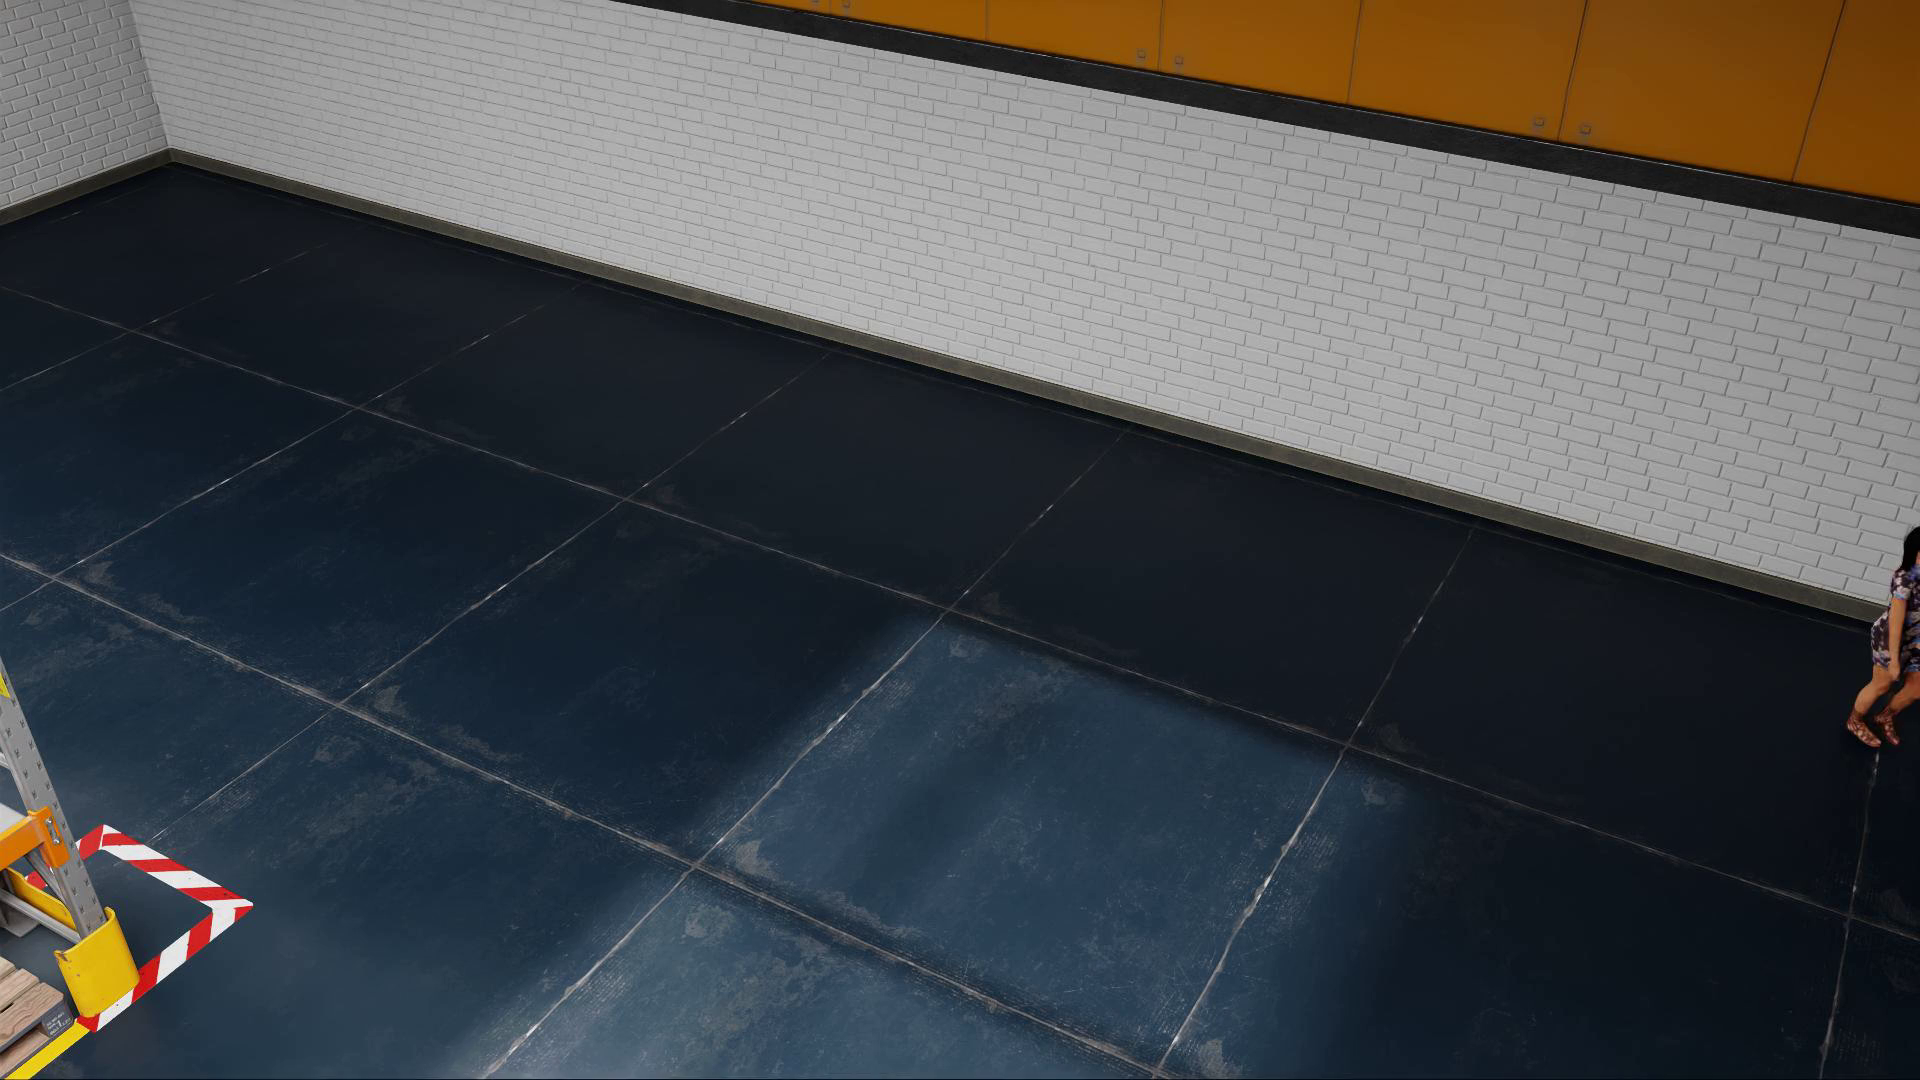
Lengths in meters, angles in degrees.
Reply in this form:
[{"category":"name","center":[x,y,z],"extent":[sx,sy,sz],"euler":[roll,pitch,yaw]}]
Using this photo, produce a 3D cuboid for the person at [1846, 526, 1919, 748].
[{"category":"person","center":[5.851,0.607,10.358],"extent":[0.779,1.707,0.868],"euler":[-22,40,-30]}]
